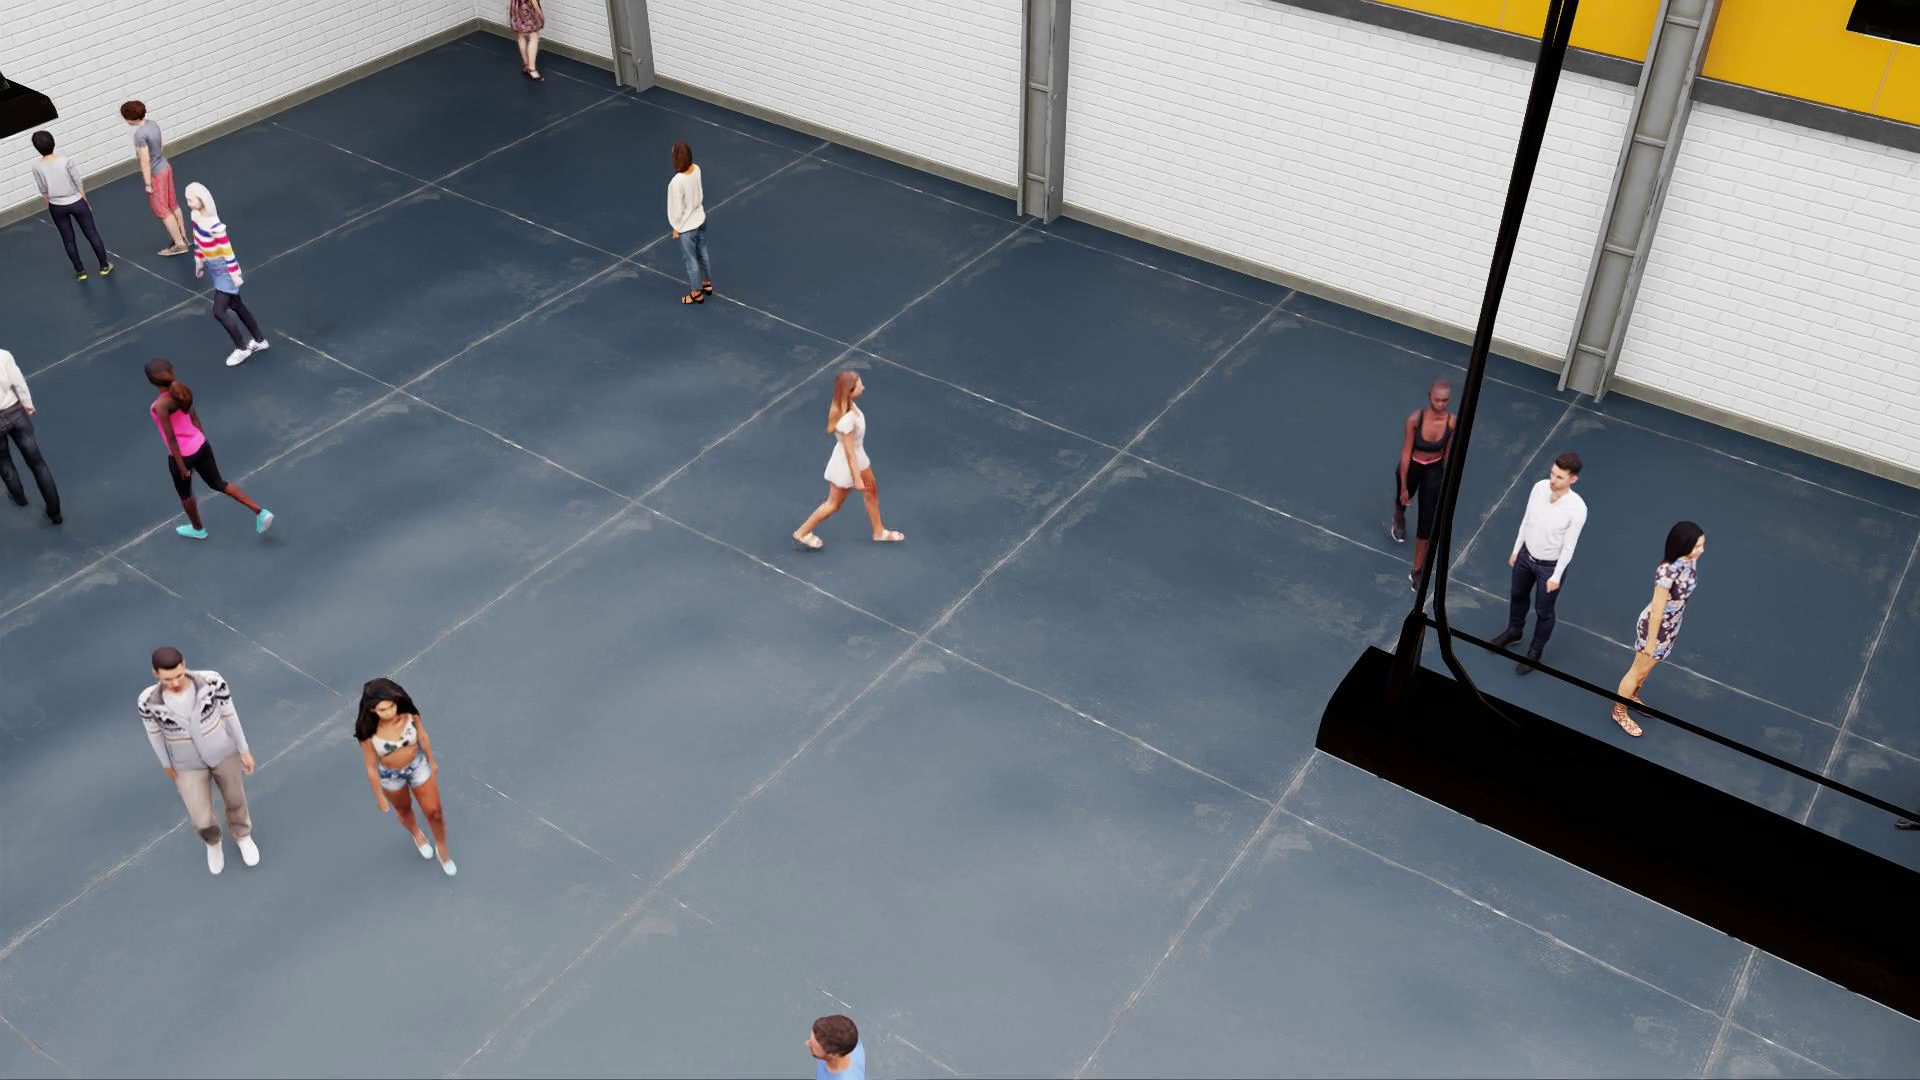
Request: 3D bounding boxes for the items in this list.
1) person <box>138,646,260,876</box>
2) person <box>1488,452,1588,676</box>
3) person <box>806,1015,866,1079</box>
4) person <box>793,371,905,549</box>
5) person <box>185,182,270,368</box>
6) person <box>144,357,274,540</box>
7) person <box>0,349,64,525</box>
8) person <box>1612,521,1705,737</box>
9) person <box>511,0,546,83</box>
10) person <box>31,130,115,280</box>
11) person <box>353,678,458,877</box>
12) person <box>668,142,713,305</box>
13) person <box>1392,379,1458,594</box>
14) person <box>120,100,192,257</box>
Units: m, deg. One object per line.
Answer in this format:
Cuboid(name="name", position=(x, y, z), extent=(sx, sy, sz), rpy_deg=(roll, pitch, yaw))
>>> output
Cuboid(name="person", position=(-4.799, 1.309, 10.543), extent=(0.769, 1.846, 0.756), rpy_deg=(-20, 43, -24))
Cuboid(name="person", position=(4.217, 0.134, 12.001), extent=(0.748, 1.862, 0.621), rpy_deg=(-20, 43, -23))
Cuboid(name="person", position=(-0.497, 2.979, 8.447), extent=(1.071, 1.852, 0.963), rpy_deg=(-1, 39, -1))
Cuboid(name="person", position=(-0.973, -0.586, 13.066), extent=(1.175, 1.658, 1.021), rpy_deg=(-1, 39, -1))
Cuboid(name="person", position=(-6.722, -2.509, 15.366), extent=(0.796, 1.793, 0.707), rpy_deg=(-29, 47, -31))
Cuboid(name="person", position=(-6.000, -0.678, 13.150), extent=(1.147, 1.697, 0.849), rpy_deg=(7, 39, 9))
Cuboid(name="person", position=(-7.604, -0.899, 13.308), extent=(0.831, 1.845, 1.024), rpy_deg=(-30, 47, -32))
Cuboid(name="person", position=(4.852, 0.590, 11.534), extent=(0.563, 1.733, 0.617), rpy_deg=(30, 48, 32))
Cuboid(name="person", position=(-5.374, -6.523, 20.421), extent=(0.700, 1.757, 0.830), rpy_deg=(27, 46, 30))
Cuboid(name="person", position=(-8.918, -3.348, 16.609), extent=(0.624, 1.553, 0.647), rpy_deg=(-14, 41, -17))
Cuboid(name="person", position=(-3.555, 1.446, 10.561), extent=(0.719, 1.609, 0.805), rpy_deg=(-22, 44, -25))
Cuboid(name="person", position=(-2.624, -3.092, 16.184), extent=(0.593, 1.682, 0.659), rpy_deg=(16, 41, 19))
Cuboid(name="person", position=(3.574, -0.558, 12.991), extent=(1.224, 1.708, 1.010), rpy_deg=(4, 39, 5))
Cuboid(name="person", position=(-8.213, -3.734, 17.019), extent=(0.732, 1.645, 0.732), rpy_deg=(7, 39, 9))
